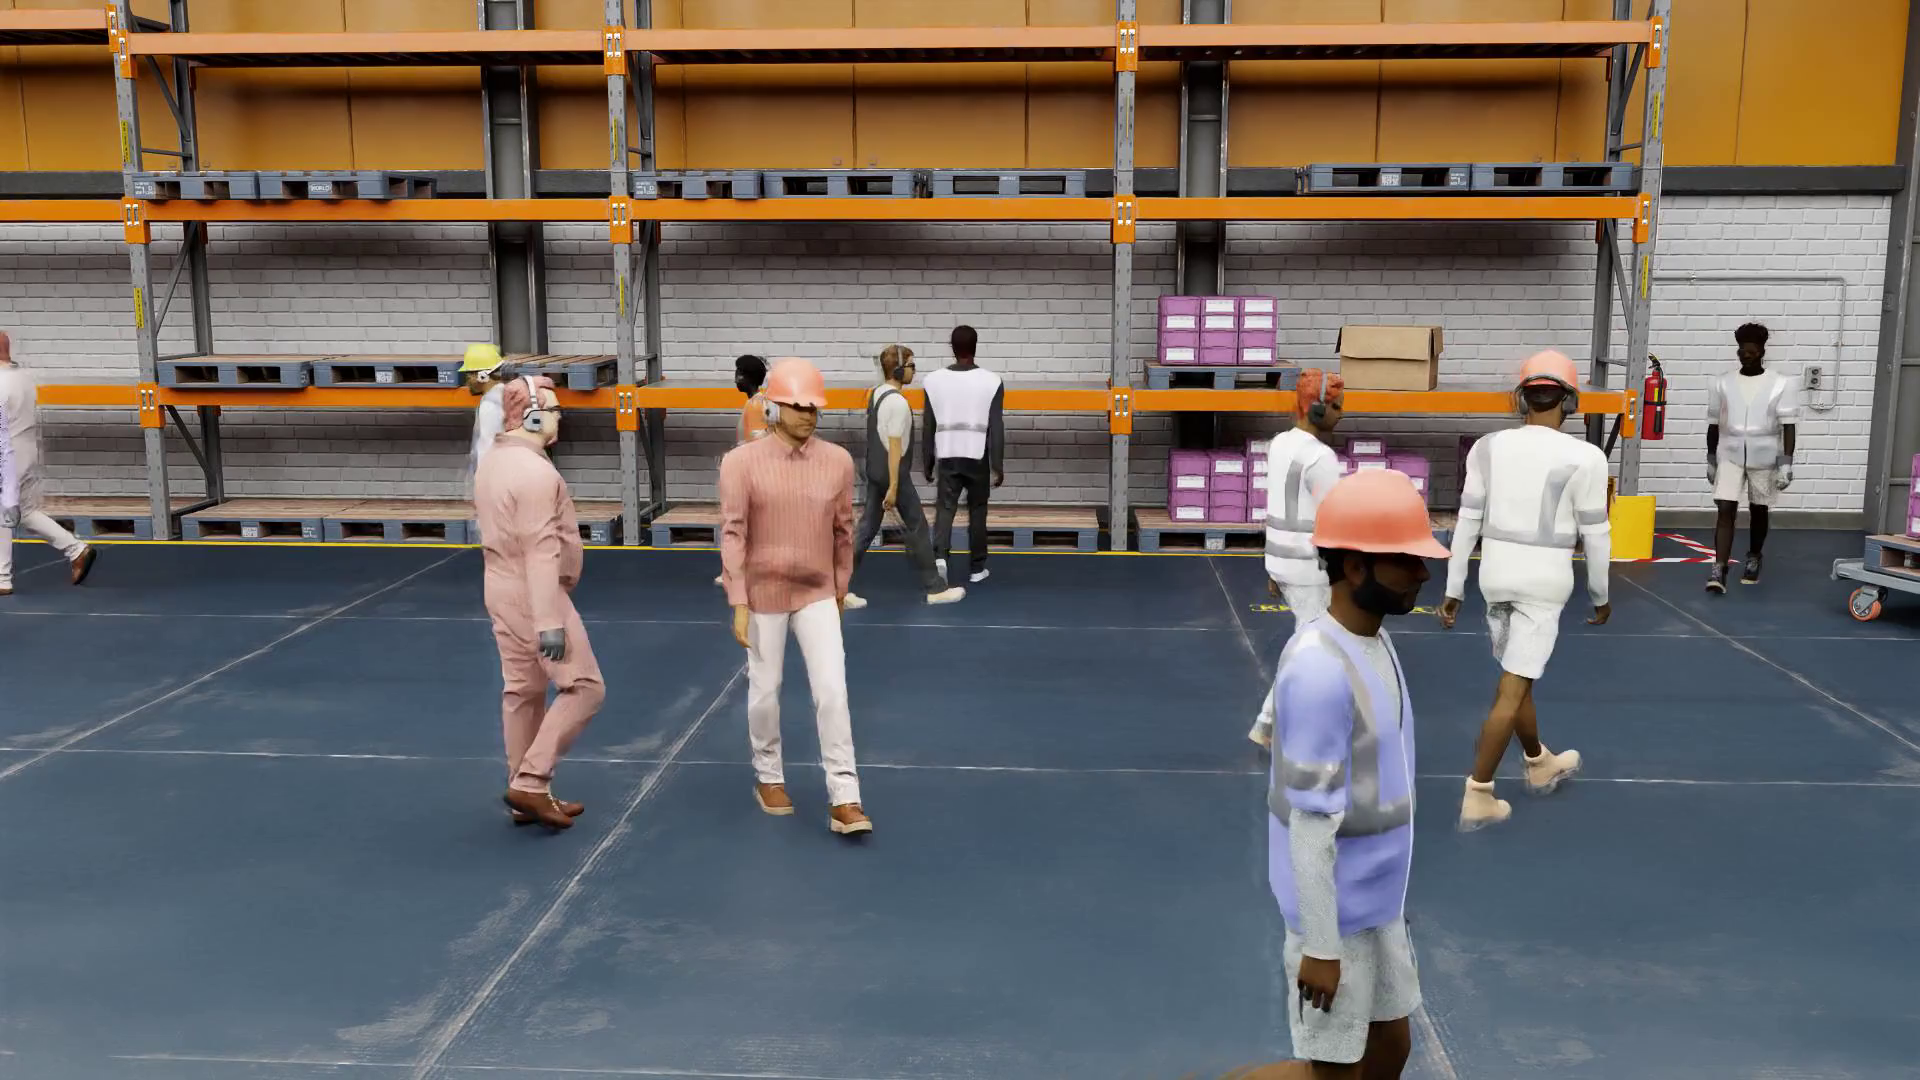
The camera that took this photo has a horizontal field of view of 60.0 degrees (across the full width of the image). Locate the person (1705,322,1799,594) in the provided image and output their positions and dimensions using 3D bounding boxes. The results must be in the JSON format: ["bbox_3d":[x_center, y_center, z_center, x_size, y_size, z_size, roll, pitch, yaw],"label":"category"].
[{"bbox_3d":[5.602,-0.580,11.818,0.625,1.917,0.995,6,12,33],"label":"person"}]

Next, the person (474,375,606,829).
[{"bbox_3d":[-1.735,0.270,6.868,0.432,1.894,0.669,-6,12,-33],"label":"person"}]

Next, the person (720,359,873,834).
[{"bbox_3d":[-0.672,0.249,6.841,0.613,1.954,0.922,-4,10,-21],"label":"person"}]

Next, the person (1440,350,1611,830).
[{"bbox_3d":[2.446,0.198,7.044,0.953,1.980,0.611,-7,12,-36],"label":"person"}]

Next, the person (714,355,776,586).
[{"bbox_3d":[-1.524,-0.486,11.957,0.686,1.668,0.550,0,10,-2],"label":"person"}]

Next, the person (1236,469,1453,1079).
[{"bbox_3d":[0.816,0.783,3.803,0.718,1.923,0.555,6,11,30],"label":"person"}]

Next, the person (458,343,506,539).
[{"bbox_3d":[-3.073,-0.407,11.120,0.489,1.806,0.602,-2,10,-10],"label":"person"}]

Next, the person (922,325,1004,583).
[{"bbox_3d":[0.023,-0.595,11.961,0.608,1.894,0.813,2,10,10],"label":"person"}]

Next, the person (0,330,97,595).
[{"bbox_3d":[-6.601,-0.536,11.668,0.742,1.886,0.645,-1,10,-8],"label":"person"}]

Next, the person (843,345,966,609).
[{"bbox_3d":[-0.469,-0.418,11.237,0.984,1.800,0.515,-5,11,-29],"label":"person"}]

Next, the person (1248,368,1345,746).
[{"bbox_3d":[1.607,0.148,7.646,0.402,1.875,0.583,-1,10,-7],"label":"person"}]

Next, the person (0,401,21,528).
[{"bbox_3d":[-5.859,-0.210,9.717,0.671,1.880,0.792,-7,12,-36],"label":"person"}]
